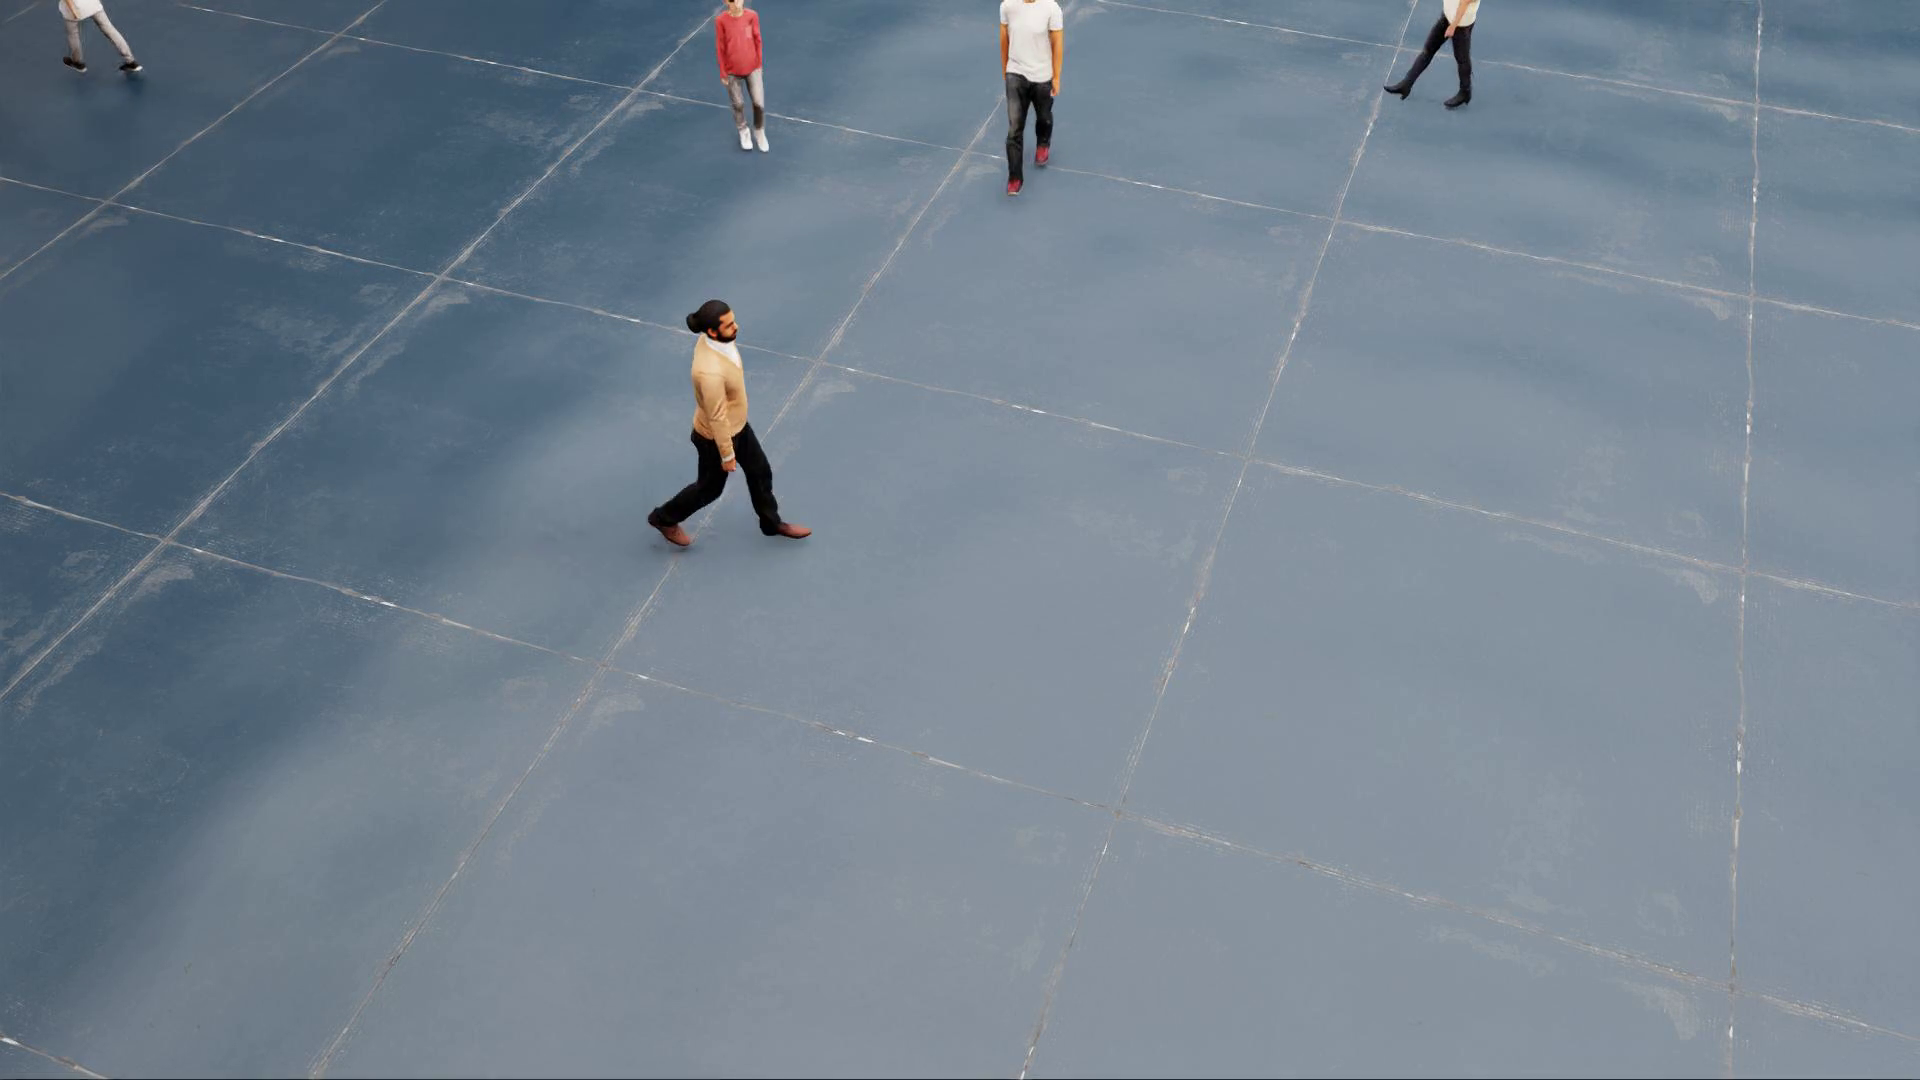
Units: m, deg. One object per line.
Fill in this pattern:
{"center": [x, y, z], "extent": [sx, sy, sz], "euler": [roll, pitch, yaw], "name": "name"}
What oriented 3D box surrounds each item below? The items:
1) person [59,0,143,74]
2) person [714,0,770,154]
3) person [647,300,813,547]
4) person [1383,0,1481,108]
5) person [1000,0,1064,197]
{"center": [-7.304, -4.530, 13.893], "extent": [0.982, 1.406, 0.553], "euler": [16, 45, 17], "name": "person"}
{"center": [-1.730, -3.754, 13.060], "extent": [0.609, 1.407, 0.682], "euler": [-8, 44, -9], "name": "person"}
{"center": [-1.443, -0.612, 9.465], "extent": [1.264, 1.721, 0.891], "euler": [4, 43, 4], "name": "person"}
{"center": [4.088, -4.199, 13.430], "extent": [1.059, 1.554, 0.842], "euler": [-2, 43, -2], "name": "person"}
{"center": [0.571, -3.561, 12.596], "extent": [1.133, 1.759, 0.833], "euler": [8, 44, 8], "name": "person"}
